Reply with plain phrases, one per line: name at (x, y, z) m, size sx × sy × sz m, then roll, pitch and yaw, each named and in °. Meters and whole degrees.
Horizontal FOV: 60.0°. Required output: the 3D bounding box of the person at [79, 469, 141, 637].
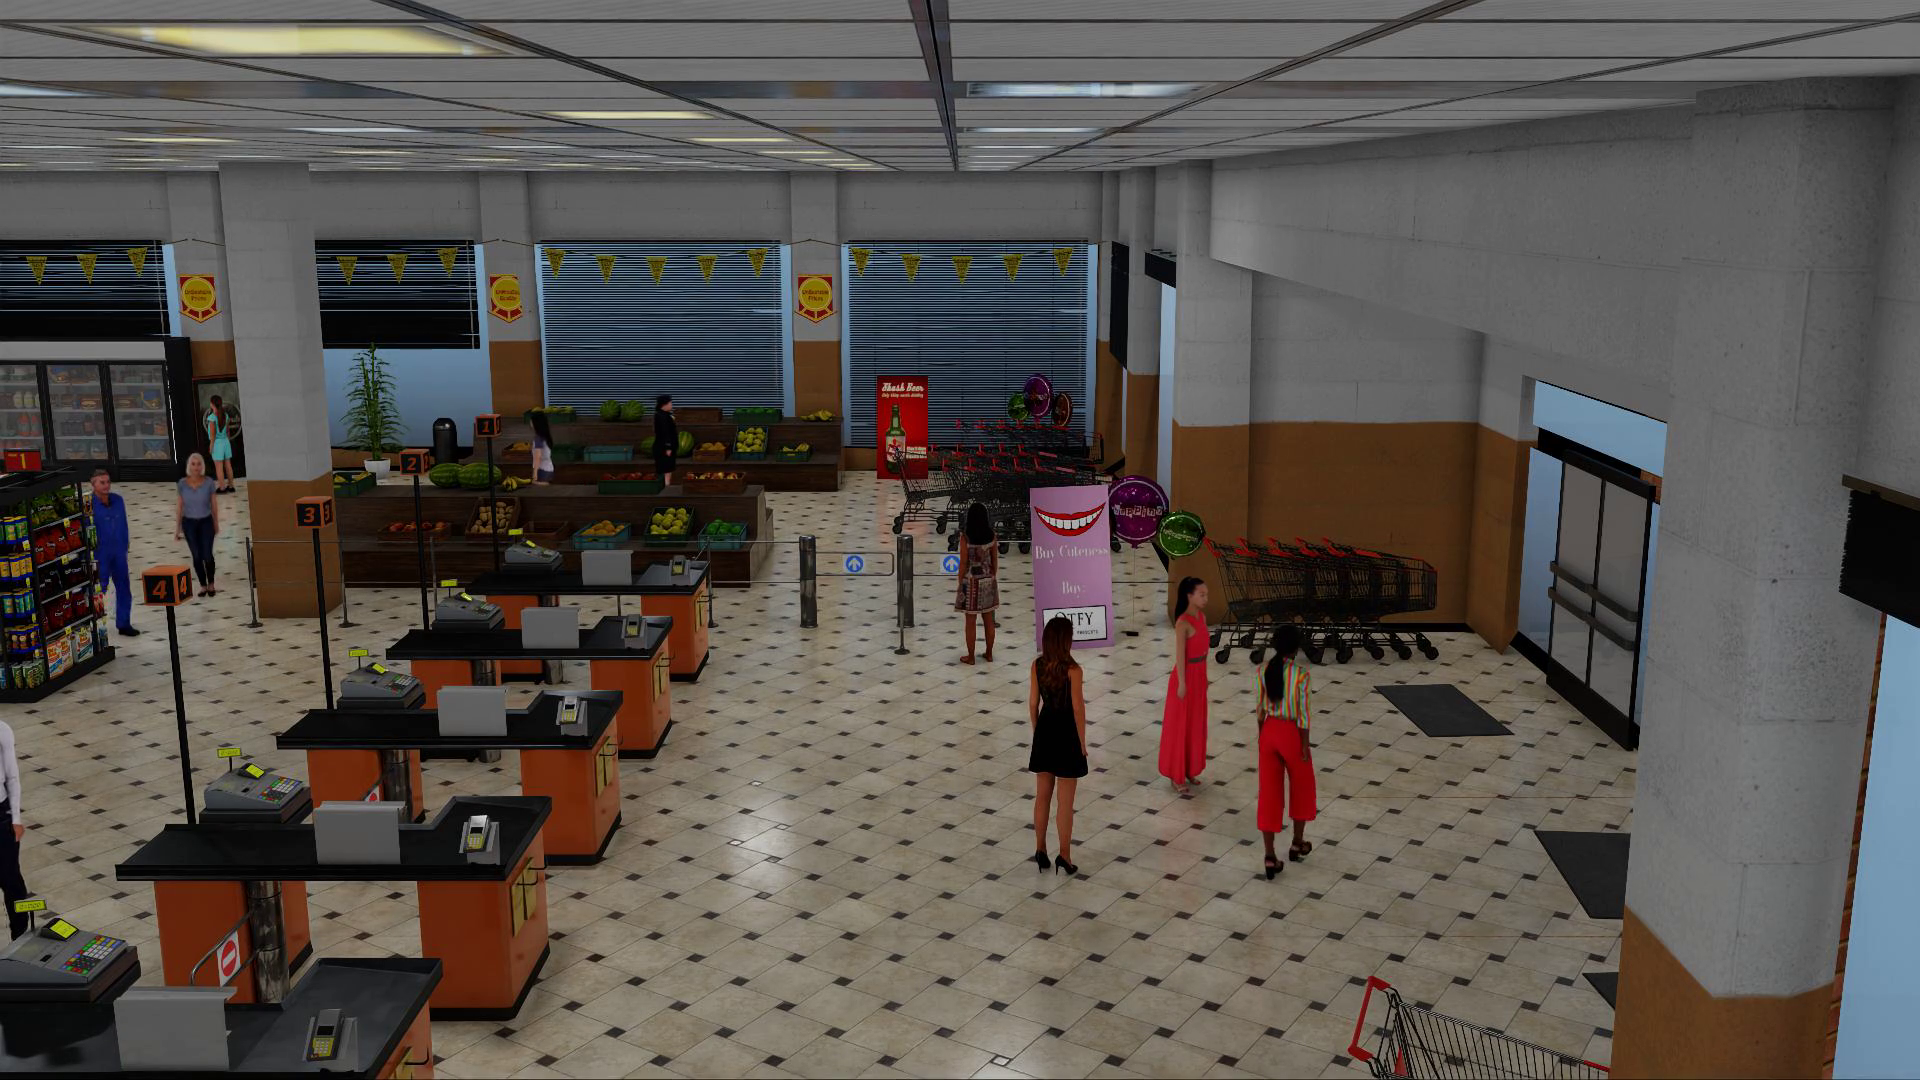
person at (-9.155, 0.142, 17.724) m, size 1.165 × 1.802 × 1.018 m, roll 6°, pitch 13°, yaw 27°

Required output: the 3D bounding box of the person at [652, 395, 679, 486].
person at (-4.486, -1.362, 25.185) m, size 0.688 × 1.672 × 0.749 m, roll -2°, pitch 12°, yaw -11°

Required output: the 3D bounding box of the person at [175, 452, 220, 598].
person at (-8.916, -0.186, 19.518) m, size 0.590 × 1.705 × 0.704 m, roll -2°, pitch 12°, yaw -9°

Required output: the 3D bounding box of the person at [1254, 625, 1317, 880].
person at (2.185, 1.478, 11.448) m, size 0.870 × 1.774 × 0.880 m, roll 7°, pitch 14°, yaw 32°

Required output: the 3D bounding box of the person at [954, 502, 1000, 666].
person at (0.175, 0.428, 16.748) m, size 0.641 × 1.645 × 0.784 m, roll -6°, pitch 13°, yaw -27°

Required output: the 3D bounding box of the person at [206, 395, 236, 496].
person at (-11.628, -1.503, 26.129) m, size 0.636 × 1.558 × 0.623 m, roll 5°, pitch 13°, yaw 23°

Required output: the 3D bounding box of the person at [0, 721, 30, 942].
person at (-5.984, 1.696, 10.169) m, size 0.621 × 1.874 × 0.750 m, roll -4°, pitch 12°, yaw -16°

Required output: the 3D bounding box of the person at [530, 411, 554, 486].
person at (-5.743, -0.953, 23.186) m, size 0.596 × 1.695 × 0.601 m, roll 0°, pitch 12°, yaw -1°

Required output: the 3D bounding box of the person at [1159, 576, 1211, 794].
person at (1.818, 1.135, 13.194) m, size 0.750 × 1.725 × 0.716 m, roll 8°, pitch 15°, yaw 35°

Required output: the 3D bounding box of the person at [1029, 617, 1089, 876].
person at (0.669, 1.427, 11.544) m, size 0.630 × 1.834 × 0.726 m, roll 8°, pitch 14°, yaw 32°
